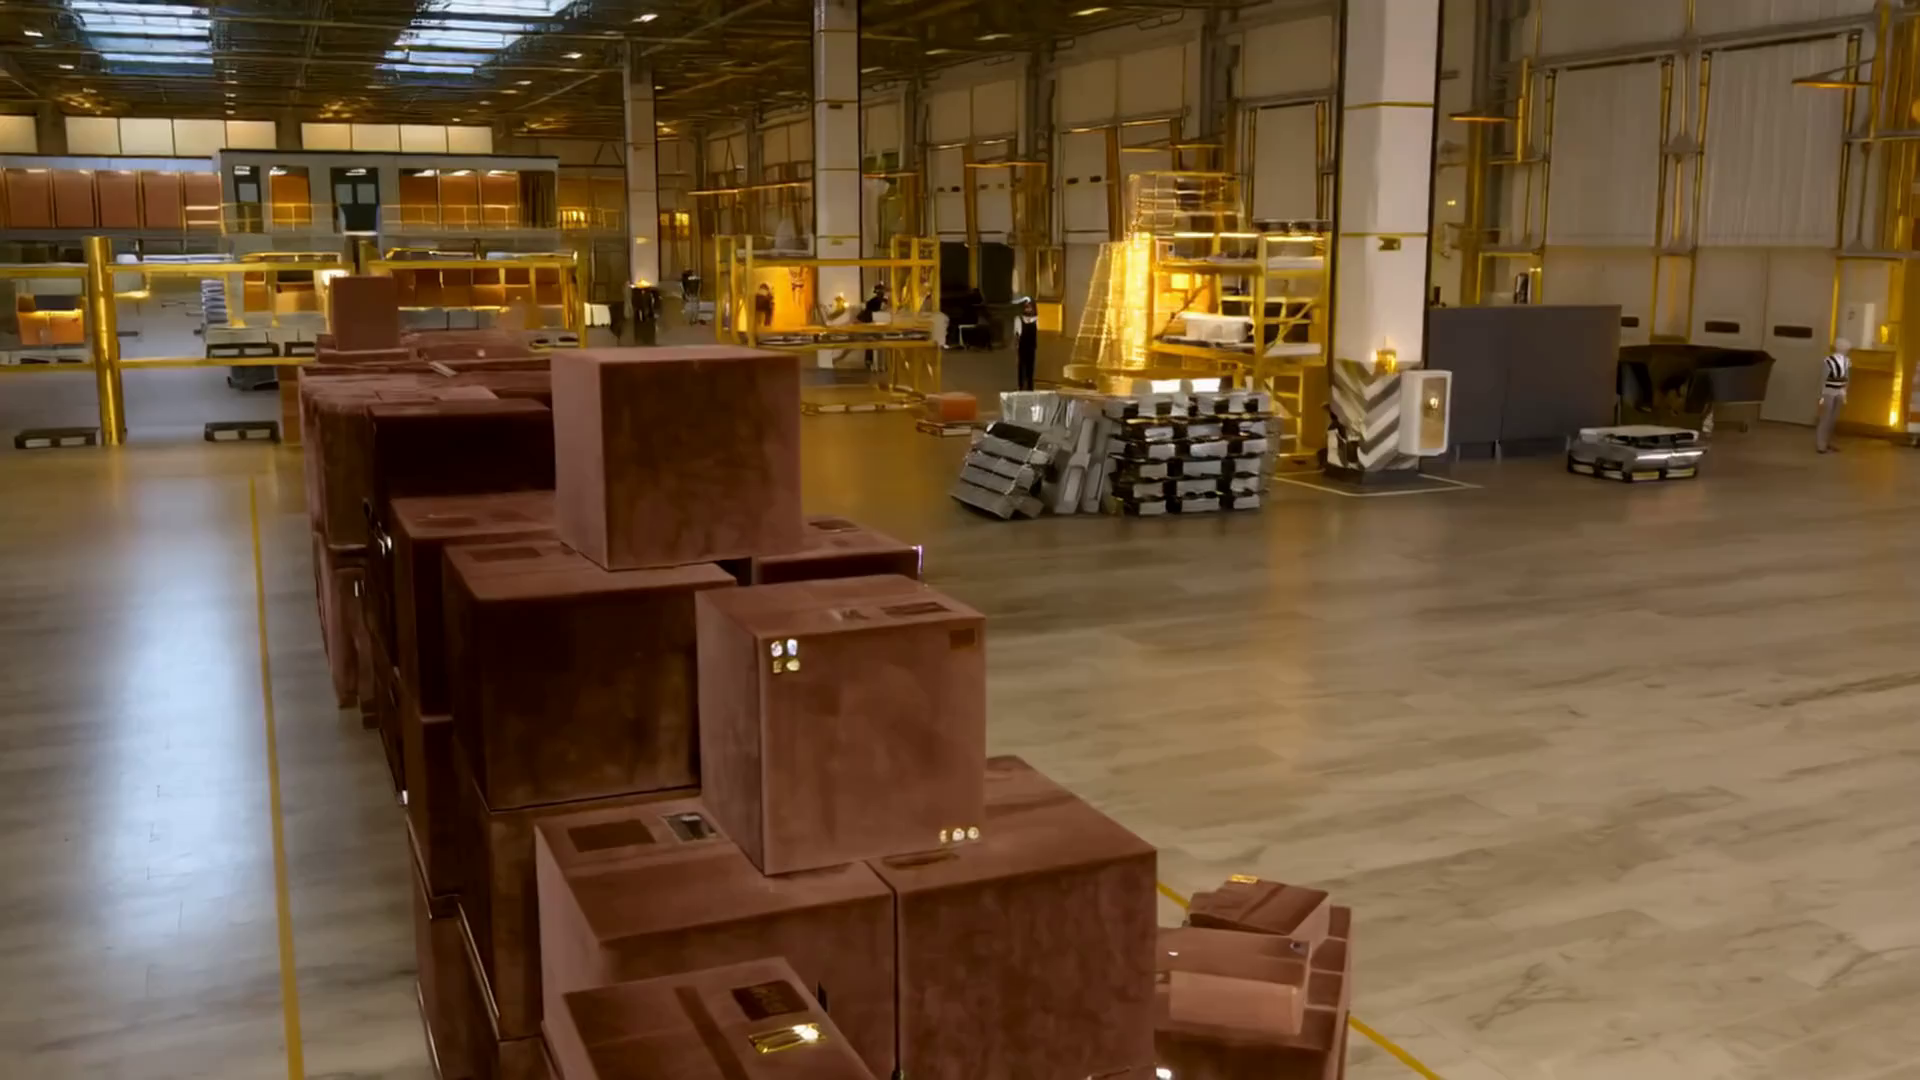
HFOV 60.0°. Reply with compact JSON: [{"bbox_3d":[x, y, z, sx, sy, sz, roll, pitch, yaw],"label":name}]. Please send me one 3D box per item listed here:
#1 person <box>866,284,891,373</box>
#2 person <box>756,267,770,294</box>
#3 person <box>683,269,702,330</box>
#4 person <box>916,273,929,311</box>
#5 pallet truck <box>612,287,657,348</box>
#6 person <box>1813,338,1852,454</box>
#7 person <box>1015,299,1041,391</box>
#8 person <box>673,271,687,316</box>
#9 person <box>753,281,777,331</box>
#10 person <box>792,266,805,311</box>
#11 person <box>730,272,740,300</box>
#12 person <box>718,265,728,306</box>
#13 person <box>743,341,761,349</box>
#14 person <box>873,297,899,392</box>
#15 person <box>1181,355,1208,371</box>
[{"bbox_3d":[-1.793,-4.704,37.058,0.622,1.990,0.402,-4,11,-23],"label":"person"},{"bbox_3d":[-8.568,-11.078,72.376,0.626,1.935,0.423,-3,11,-16],"label":"person"},{"bbox_3d":[-8.822,-7.937,54.873,0.622,1.992,0.396,-4,11,-23],"label":"person"},{"bbox_3d":[-1.366,-8.223,56.934,0.634,1.833,0.435,-4,11,-20],"label":"person"},{"bbox_3d":[-6.464,-4.406,35.401,0.823,1.965,1.885,6,12,32],"label":"pallet truck"},{"bbox_3d":[12.195,-2.005,23.222,0.528,1.626,0.345,-5,11,-24],"label":"person"},{"bbox_3d":[1.307,-3.719,32.109,0.516,1.837,0.405,-4,11,-20],"label":"person"},{"bbox_3d":[-10.783,-9.478,64.054,0.549,1.754,0.394,-3,11,-14],"label":"person"},{"bbox_3d":[-4.966,-5.593,42.206,0.637,1.914,0.398,-6,12,-29],"label":"person"},{"bbox_3d":[-6.632,-10.383,68.517,0.551,1.932,0.378,-4,11,-23],"label":"person"},{"bbox_3d":[-9.234,-10.239,68.382,0.540,1.695,0.317,-4,11,-23],"label":"person"},{"bbox_3d":[-10.534,-11.272,73.680,0.633,1.839,0.429,-4,11,-23],"label":"person"},{"bbox_3d":[-2.186,-1.125,17.482,0.635,1.937,0.352,-4,11,-23],"label":"person"},{"bbox_3d":[-1.451,-3.832,32.595,0.533,1.868,0.310,-4,11,-23],"label":"person"},{"bbox_3d":[3.699,-2.590,26.096,0.492,1.742,0.319,-4,11,-23],"label":"person"}]
